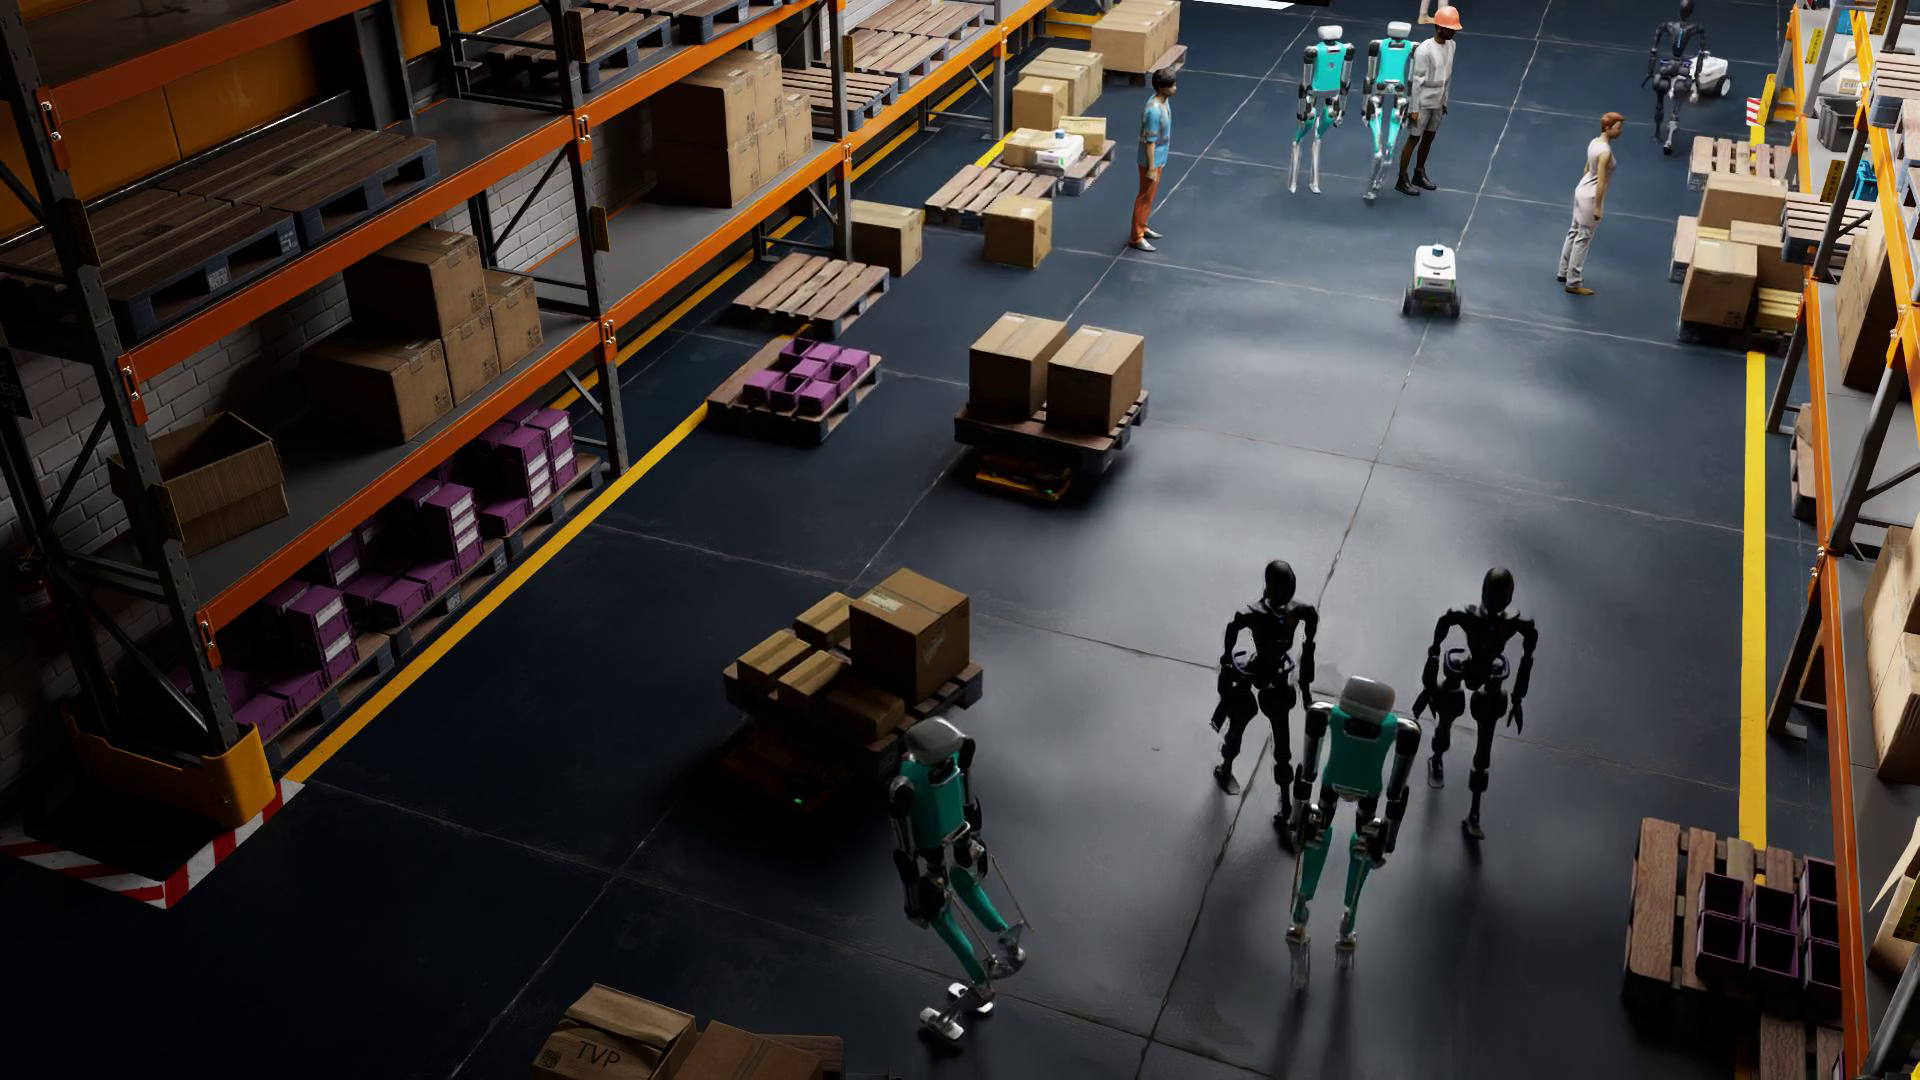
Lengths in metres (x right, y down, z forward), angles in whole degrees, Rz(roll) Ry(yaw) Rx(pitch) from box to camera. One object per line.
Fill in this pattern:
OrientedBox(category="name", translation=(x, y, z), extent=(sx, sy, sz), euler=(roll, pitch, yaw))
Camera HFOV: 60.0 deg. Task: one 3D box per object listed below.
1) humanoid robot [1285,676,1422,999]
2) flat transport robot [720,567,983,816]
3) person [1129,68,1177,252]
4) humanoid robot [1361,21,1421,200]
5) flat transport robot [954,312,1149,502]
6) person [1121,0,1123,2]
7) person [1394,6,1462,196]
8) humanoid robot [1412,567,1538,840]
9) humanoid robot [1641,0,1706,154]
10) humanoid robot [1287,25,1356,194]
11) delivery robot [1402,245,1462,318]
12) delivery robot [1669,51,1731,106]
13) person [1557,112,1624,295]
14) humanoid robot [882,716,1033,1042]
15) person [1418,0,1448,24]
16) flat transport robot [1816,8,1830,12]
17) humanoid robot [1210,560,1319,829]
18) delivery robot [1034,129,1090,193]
OrientedBox(category="humanoid robot", translation=(1.799, 1.529, 7.911), extent=(0.547, 1.833, 0.683), euler=(10, 34, 15))
OrientedBox(category="flat transport robot", translation=(-0.695, 1.077, 9.925), extent=(0.659, 0.231, 1.431), euler=(23, 39, 31))
OrientedBox(category="person", translation=(1.841, -3.623, 15.839), extent=(0.363, 1.753, 0.494), euler=(9, 34, 13))
OrientedBox(category="humanoid robot", translation=(4.339, -4.277, 16.858), extent=(0.538, 1.750, 0.916), euler=(5, 33, 8))
OrientedBox(category="flat transport robot", translation=(0.704, -0.760, 12.768), extent=(0.659, 0.231, 1.431), euler=(14, 35, 21))
OrientedBox(category="person", translation=(2.204, -7.833, 22.395), extent=(0.318, 1.697, 0.538), euler=(11, 34, 16))
OrientedBox(category="person", translation=(4.821, -4.482, 17.006), extent=(0.544, 1.931, 0.384), euler=(-21, 38, -29))
OrientedBox(category="humanoid robot", translation=(2.789, 0.832, 9.037), extent=(0.590, 1.620, 0.763), euler=(5, 33, 8))
OrientedBox(category="humanoid robot", translation=(7.824, -5.087, 18.209), extent=(0.609, 1.637, 0.758), euler=(11, 34, 16))
OrientedBox(category="humanoid robot", translation=(3.652, -4.432, 17.117), extent=(0.532, 1.815, 0.647), euler=(-6, 33, -9))
OrientedBox(category="delivery robot", translation=(4.263, -2.342, 14.971), extent=(0.499, 0.614, 0.812), euler=(7, 34, 11))
OrientedBox(category="delivery robot", translation=(8.875, -5.558, 19.931), extent=(0.770, 0.595, 0.499), euler=(-25, 41, -33))
OrientedBox(category="person", translation=(5.712, -3.054, 15.036), extent=(0.287, 1.656, 0.442), euler=(2, 33, 3))
OrientedBox(category="humanoid robot", translation=(0.047, 1.632, 7.661), extent=(0.706, 1.744, 0.534), euler=(25, 40, 33))
OrientedBox(category="person", translation=(6.486, -7.764, 22.229), extent=(0.349, 1.769, 0.463), euler=(-23, 40, -32))
OrientedBox(category="flat transport robot", translation=(12.001, -6.877, 22.234), extent=(1.431, 0.231, 0.659), euler=(12, 35, 18))
OrientedBox(category="humanoid robot", translation=(1.667, 0.830, 9.038), extent=(0.602, 1.627, 0.751), euler=(-8, 34, -12))
OrientedBox(category="delivery robot", translation=(1.053, -4.046, 17.589), extent=(0.499, 0.594, 0.782), euler=(12, 35, 18))
